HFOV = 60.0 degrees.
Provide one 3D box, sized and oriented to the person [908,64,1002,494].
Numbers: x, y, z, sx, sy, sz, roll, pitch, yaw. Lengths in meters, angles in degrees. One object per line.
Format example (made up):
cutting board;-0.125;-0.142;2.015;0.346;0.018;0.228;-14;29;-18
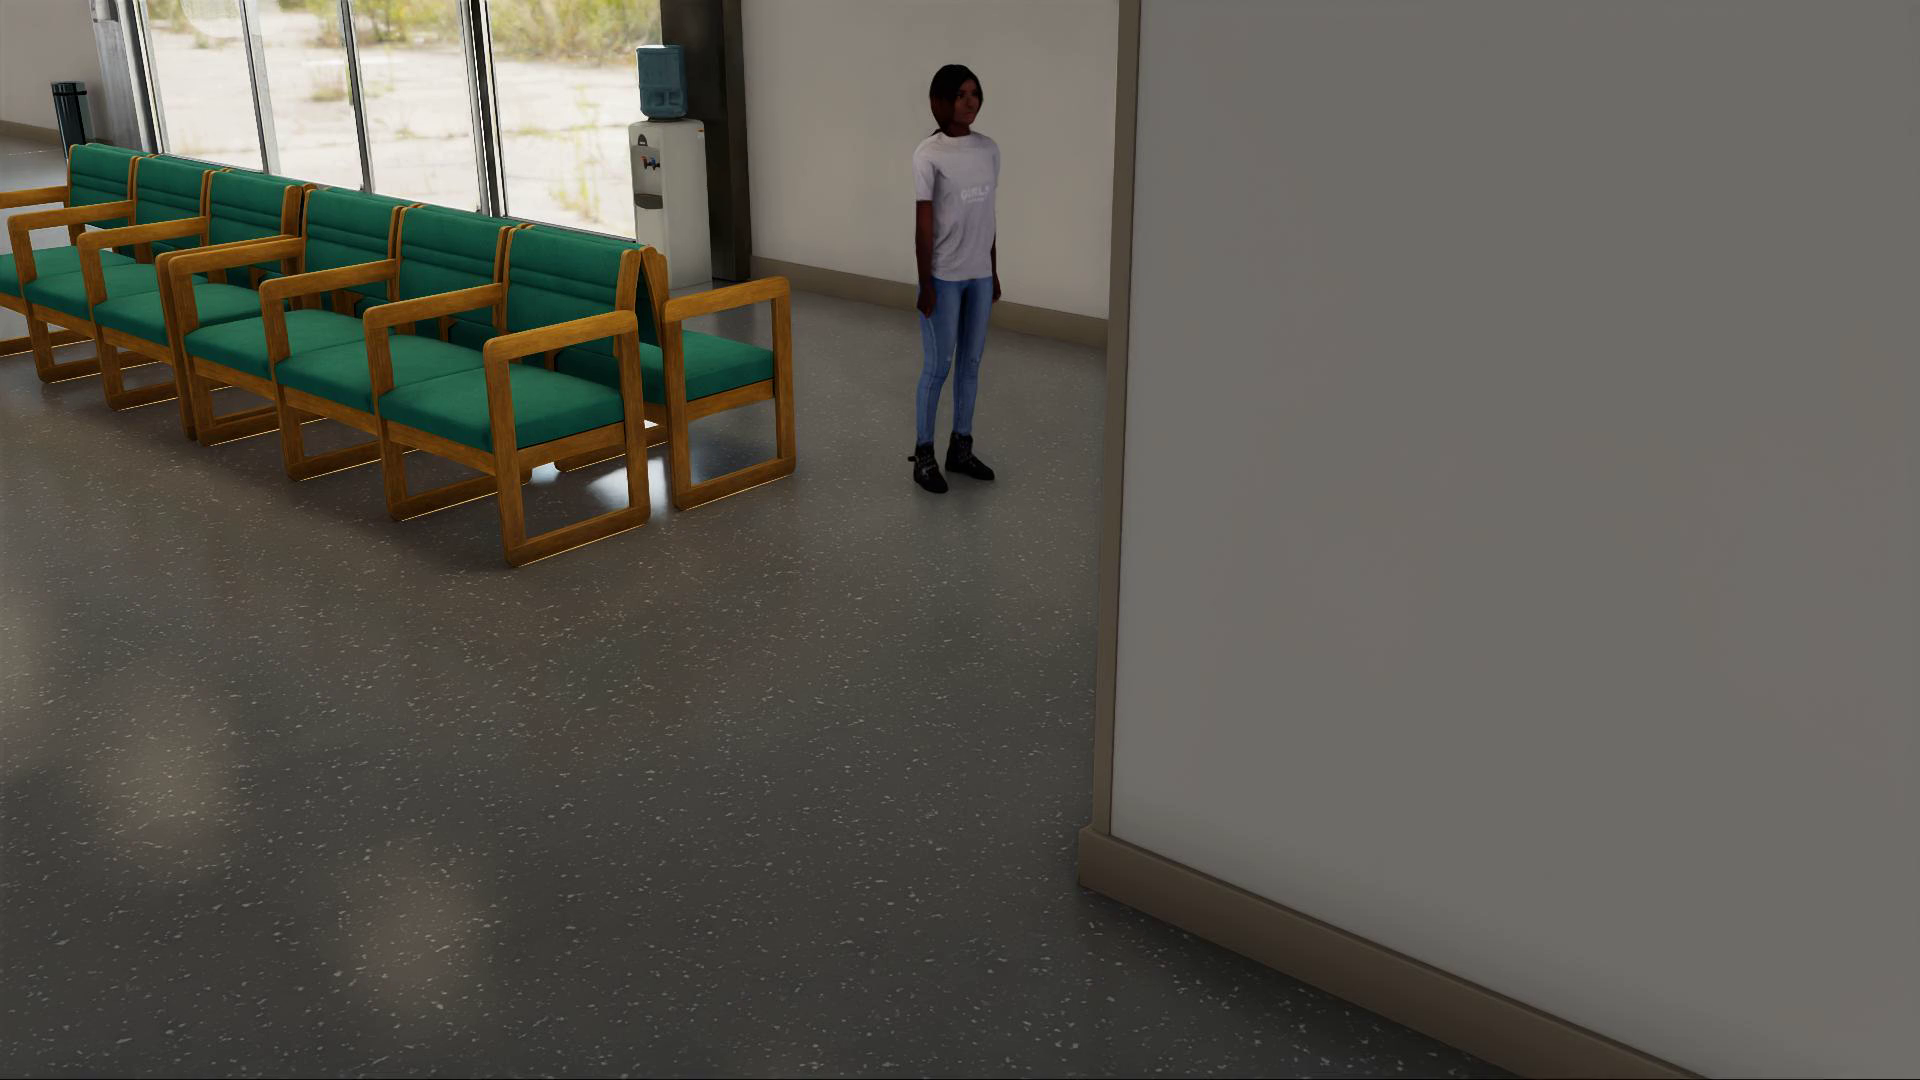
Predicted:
person;-0.017;-1.068;6.839;0.492;1.719;0.675;-17;27;-38
